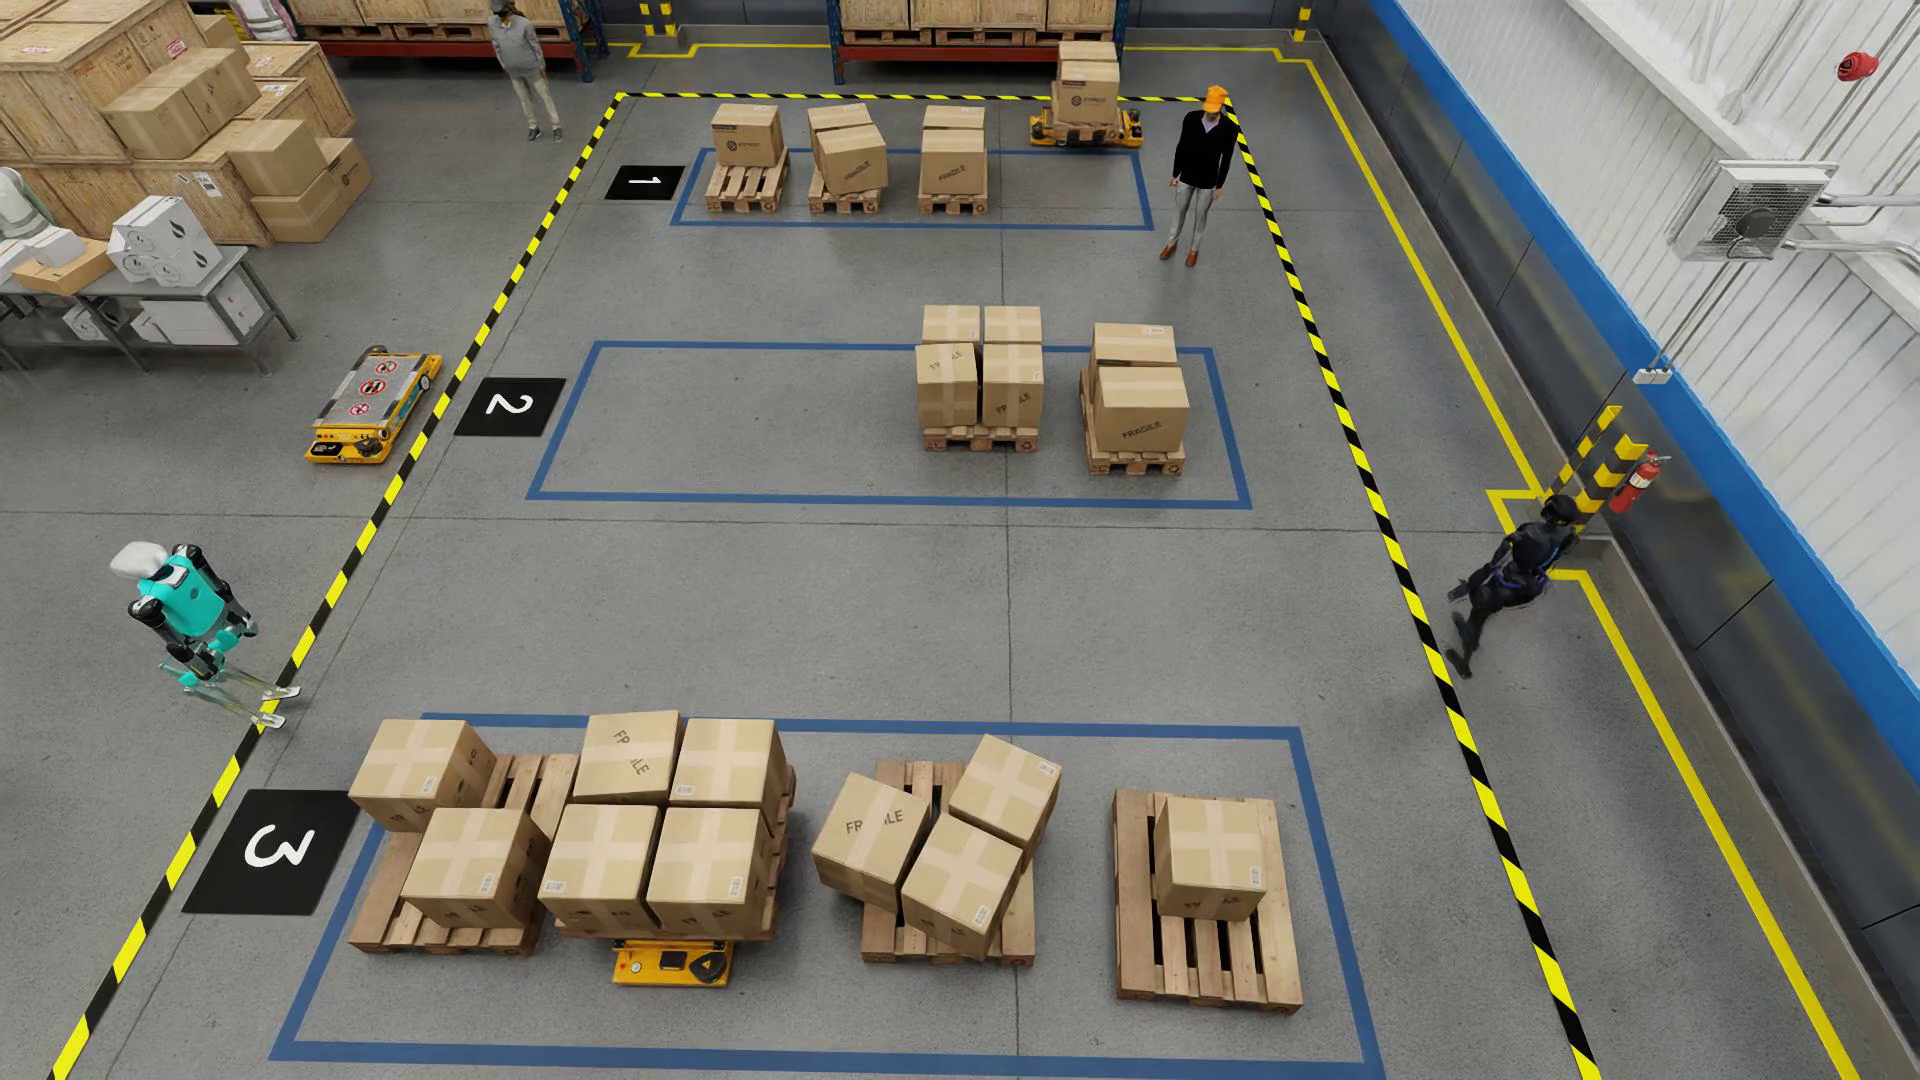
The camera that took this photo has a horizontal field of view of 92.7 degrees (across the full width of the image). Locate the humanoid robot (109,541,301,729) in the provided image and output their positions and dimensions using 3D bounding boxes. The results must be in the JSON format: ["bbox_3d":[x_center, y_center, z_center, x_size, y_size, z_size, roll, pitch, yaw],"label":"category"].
[{"bbox_3d":[-4.869,0.622,5.794,0.735,1.671,0.533,1,50,1],"label":"humanoid robot"}]

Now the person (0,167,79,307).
[{"bbox_3d":[-8.786,-2.840,8.671,0.381,1.948,0.603,9,50,8],"label":"person"}]

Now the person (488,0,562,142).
[{"bbox_3d":[-5.381,-5.835,11.325,0.563,1.761,0.405,2,50,2],"label":"person"}]

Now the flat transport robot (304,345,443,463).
[{"bbox_3d":[-5.383,-1.269,8.441,0.659,0.231,1.431,1,50,1],"label":"flat transport robot"}]

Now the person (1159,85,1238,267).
[{"bbox_3d":[2.465,-3.743,9.479,0.585,1.882,0.372,22,53,18],"label":"person"}]

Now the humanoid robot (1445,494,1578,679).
[{"bbox_3d":[3.664,0.274,6.219,0.603,1.643,0.550,-8,50,-7],"label":"humanoid robot"}]

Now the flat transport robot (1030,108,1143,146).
[{"bbox_3d":[1.634,-5.374,11.896,1.431,0.197,0.652,1,50,1],"label":"flat transport robot"}]

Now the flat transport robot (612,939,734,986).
[{"bbox_3d":[-1.659,1.971,5.681,0.652,0.197,1.431,1,50,1],"label":"flat transport robot"}]

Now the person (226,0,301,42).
[{"bbox_3d":[-8.952,-6.601,11.929,0.589,1.829,0.404,-10,51,-9],"label":"person"}]
